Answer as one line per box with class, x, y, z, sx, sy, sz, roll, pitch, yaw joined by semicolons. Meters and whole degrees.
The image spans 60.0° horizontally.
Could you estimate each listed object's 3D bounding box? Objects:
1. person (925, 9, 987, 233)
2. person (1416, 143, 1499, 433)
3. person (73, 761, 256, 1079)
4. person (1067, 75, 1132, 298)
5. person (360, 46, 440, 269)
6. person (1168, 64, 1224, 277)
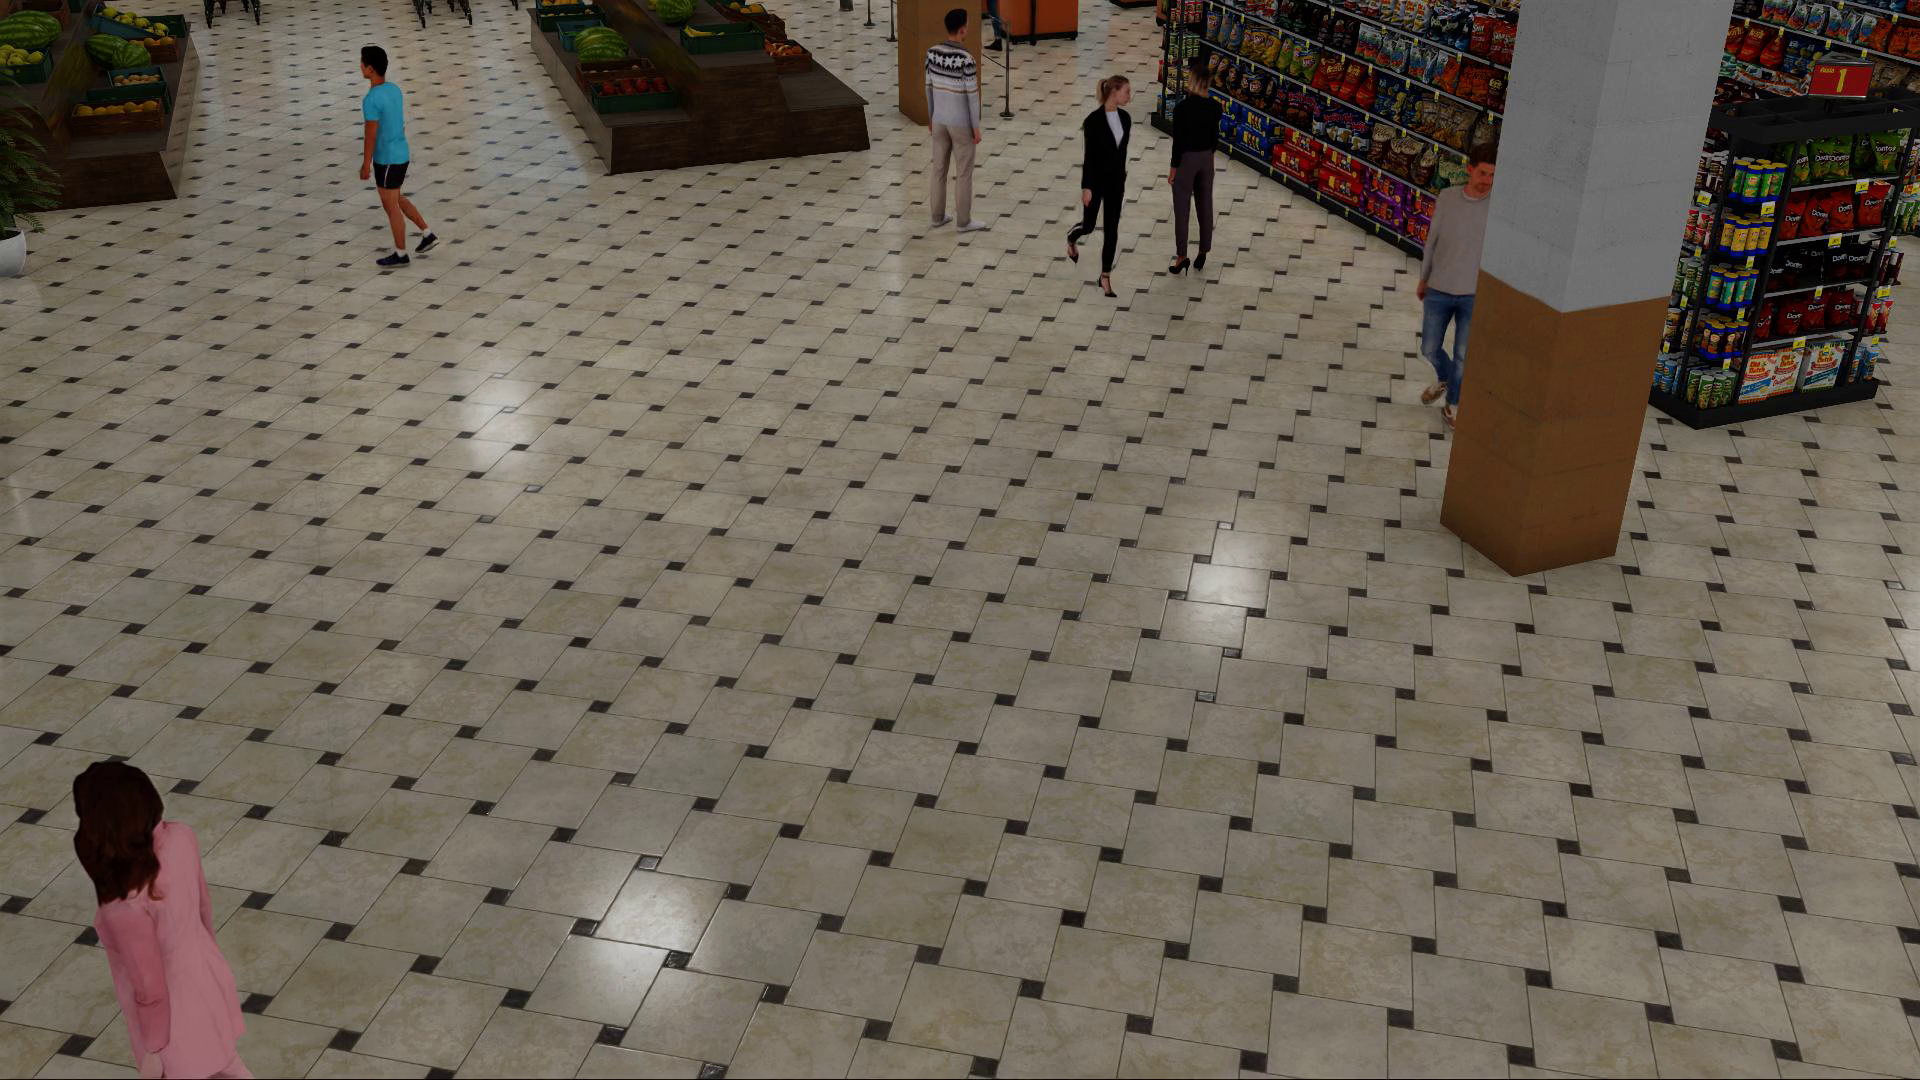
person;-0.061;-3.577;14.205;0.700;1.859;0.825;20;34;32
person;3.173;-1.595;10.561;0.910;1.872;0.970;17;33;29
person;-2.375;1.429;5.095;0.743;1.802;0.584;1;29;1
person;1.055;-2.743;12.878;0.702;1.666;1.067;-13;31;-23
person;-4.492;-3.041;13.322;0.851;1.765;0.803;2;29;4
person;1.861;-2.932;13.220;0.606;1.672;0.546;-13;31;-22
